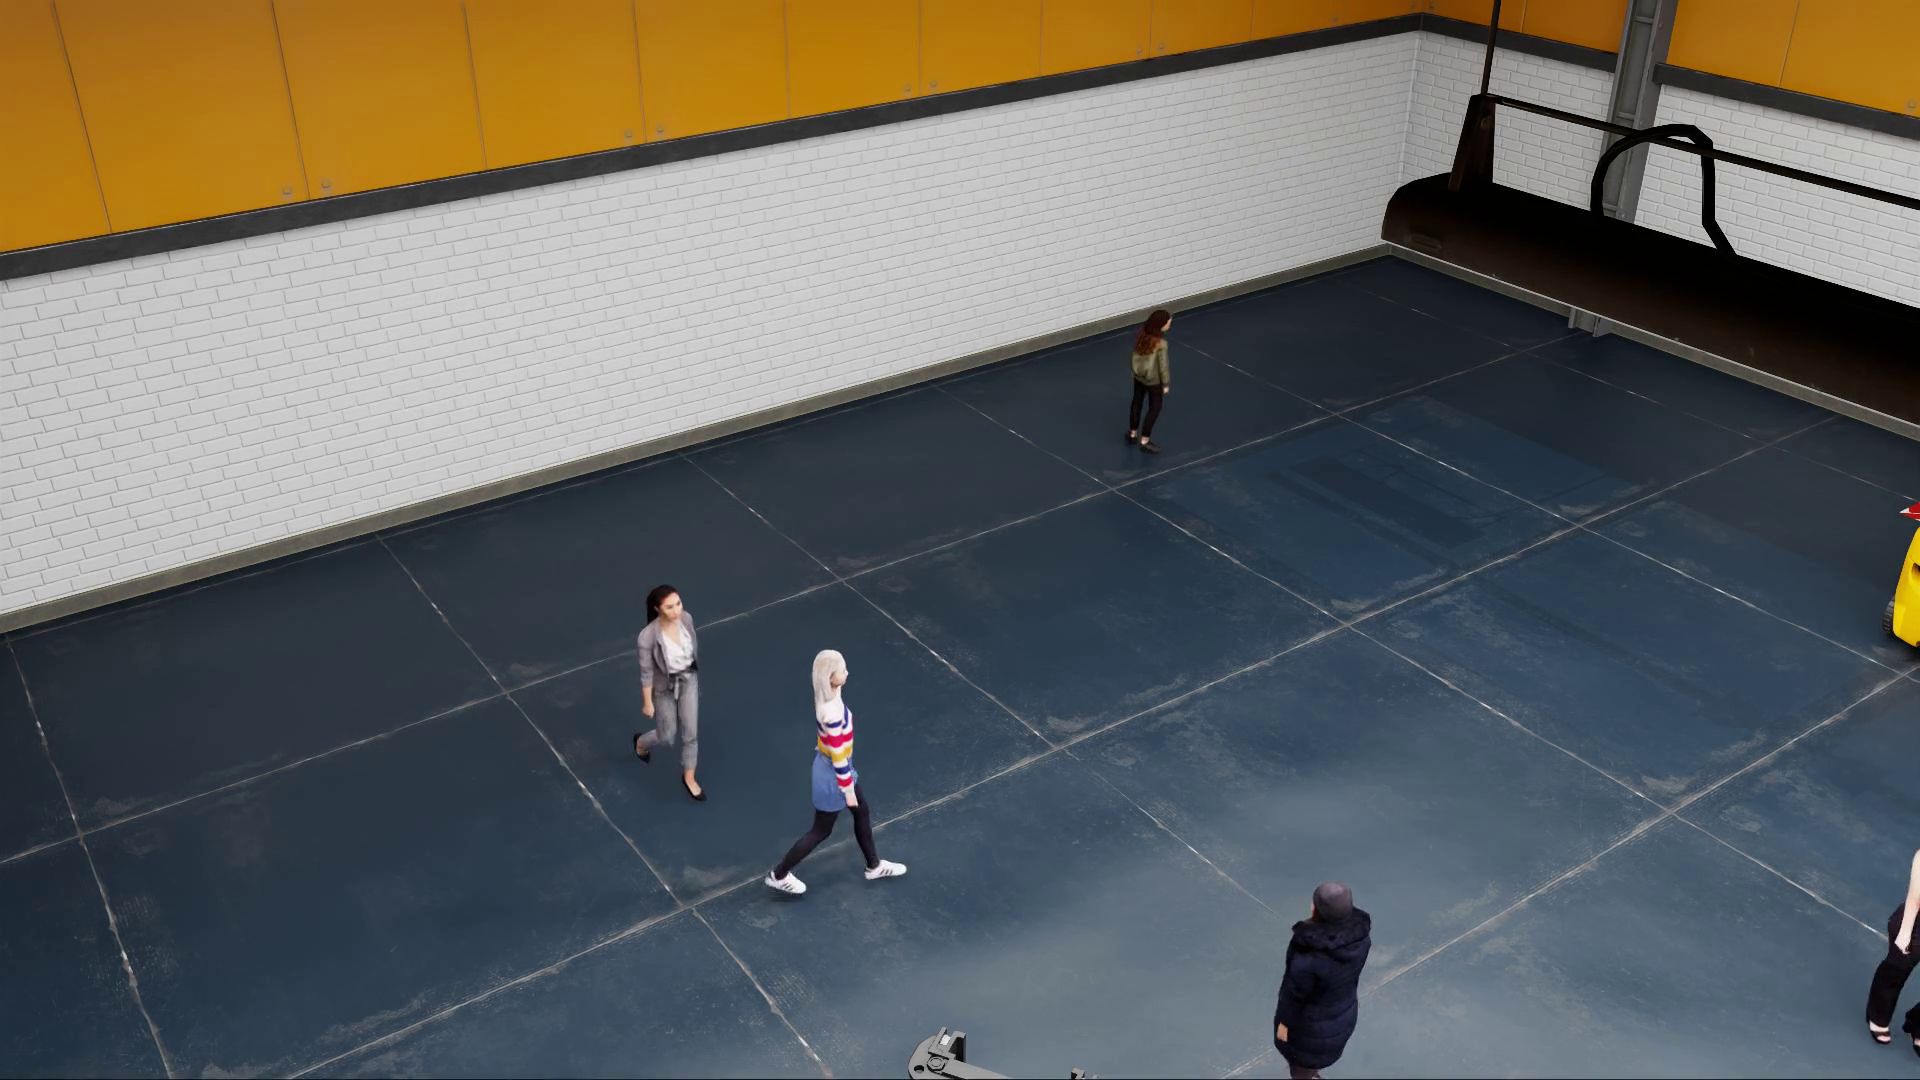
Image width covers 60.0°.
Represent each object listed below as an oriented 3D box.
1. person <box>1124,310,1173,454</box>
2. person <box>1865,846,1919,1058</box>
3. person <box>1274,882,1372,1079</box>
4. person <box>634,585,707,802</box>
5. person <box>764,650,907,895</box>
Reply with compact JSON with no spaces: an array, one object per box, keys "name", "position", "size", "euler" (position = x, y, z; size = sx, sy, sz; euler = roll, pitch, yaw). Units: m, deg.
[{"name":"person","position":[1.799,-1.592,16.246],"size":[0.424,1.459,0.750],"euler":[23,36,35]},{"name":"person","position":[5.349,2.123,9.242],"size":[0.758,1.644,0.818],"euler":[3,29,6]},{"name":"person","position":[1.892,2.484,8.561],"size":[0.714,1.661,0.977],"euler":[-22,35,-34]},{"name":"person","position":[-1.995,1.004,11.276],"size":[0.937,1.659,0.728],"euler":[23,36,36]},{"name":"person","position":[-0.876,1.479,10.294],"size":[1.083,1.768,1.185],"euler":[-3,29,-6]}]
